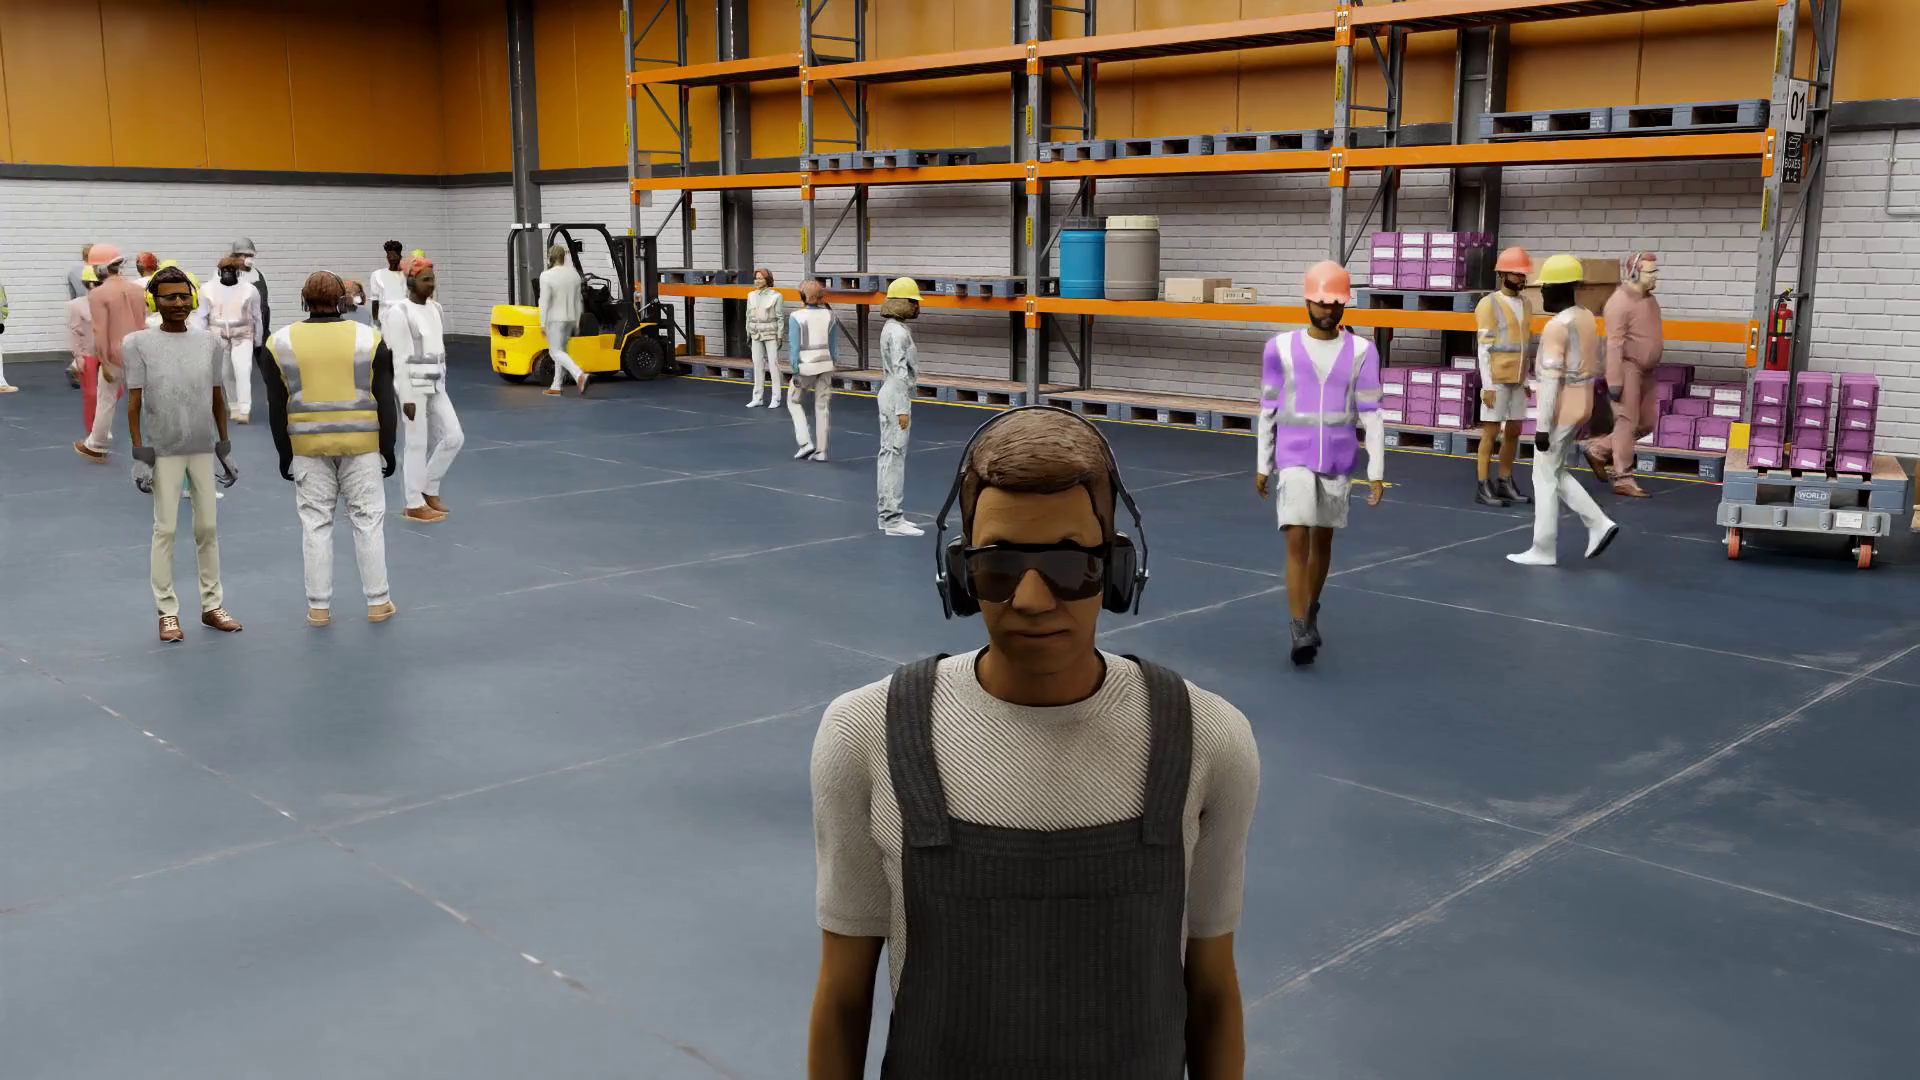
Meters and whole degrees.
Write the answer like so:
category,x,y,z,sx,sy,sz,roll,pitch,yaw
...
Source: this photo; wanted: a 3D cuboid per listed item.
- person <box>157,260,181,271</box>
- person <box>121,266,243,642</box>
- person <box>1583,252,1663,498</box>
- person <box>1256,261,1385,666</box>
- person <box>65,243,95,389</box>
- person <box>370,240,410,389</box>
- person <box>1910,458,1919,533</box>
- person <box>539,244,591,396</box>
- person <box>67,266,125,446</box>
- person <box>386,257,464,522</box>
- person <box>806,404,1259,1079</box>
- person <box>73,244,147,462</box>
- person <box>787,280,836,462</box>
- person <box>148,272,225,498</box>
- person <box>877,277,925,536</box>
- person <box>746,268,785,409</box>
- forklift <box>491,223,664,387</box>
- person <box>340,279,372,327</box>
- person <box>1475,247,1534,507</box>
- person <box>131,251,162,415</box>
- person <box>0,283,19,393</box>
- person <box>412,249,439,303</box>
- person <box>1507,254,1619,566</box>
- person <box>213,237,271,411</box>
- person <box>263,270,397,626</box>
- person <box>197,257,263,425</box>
category,x,y,z,sx,sy,sz,roll,pitch,yaw
person,-9.261,-2.405,19.475,0.707,1.742,0.529,-3,11,-14
person,-3.907,-0.433,8.373,0.324,1.872,0.509,10,14,42
person,5.188,-1.289,12.983,0.645,1.896,0.571,-9,14,-40
person,1.720,-0.356,7.881,0.576,1.887,0.965,1,10,4
person,-11.155,-2.831,21.325,0.635,1.924,0.658,3,11,15
person,-6.793,-2.631,20.093,0.607,1.966,0.367,-3,11,-15
person,6.738,-1.042,11.223,0.605,2.044,0.374,-6,12,-31
person,-4.933,-2.719,20.726,0.827,1.914,0.635,7,12,32
person,-8.280,-1.765,15.973,0.411,1.756,0.519,7,12,33
person,-3.773,-1.042,11.695,0.433,1.865,0.602,3,11,17
person,0.081,0.765,1.906,0.509,1.846,0.342,-1,10,-4
person,-7.408,-1.614,14.608,1.056,1.928,0.627,5,12,27
person,-1.330,-1.506,14.880,0.530,1.620,0.429,-7,13,-35
person,-5.956,-1.160,12.669,0.512,1.755,0.534,-1,10,-3
person,-0.402,-0.905,11.299,0.313,1.740,0.487,-2,11,-9
person,-2.286,-2.360,19.504,0.513,1.642,0.313,6,12,28
forklift,-5.316,-3.263,22.920,2.313,2.155,1.214,-10,14,-44
person,-5.565,-1.602,15.422,0.548,1.614,0.534,6,12,28
person,4.090,-1.208,12.446,0.571,1.928,0.381,-6,12,-31
person,-8.838,-2.246,18.332,0.903,1.856,0.585,7,13,34
person,-12.517,-2.816,21.464,0.621,1.838,0.429,7,13,34
person,-8.599,-3.718,26.447,0.602,1.809,0.700,-2,11,-12
person,3.683,-0.768,10.087,0.534,1.912,0.613,9,13,39
person,-8.085,-2.461,18.965,0.872,2.000,0.692,8,13,36
person,-3.249,-0.471,8.655,0.627,1.844,0.429,-3,11,-16
person,-7.906,-2.169,18.056,0.628,1.802,0.947,-3,11,-14
